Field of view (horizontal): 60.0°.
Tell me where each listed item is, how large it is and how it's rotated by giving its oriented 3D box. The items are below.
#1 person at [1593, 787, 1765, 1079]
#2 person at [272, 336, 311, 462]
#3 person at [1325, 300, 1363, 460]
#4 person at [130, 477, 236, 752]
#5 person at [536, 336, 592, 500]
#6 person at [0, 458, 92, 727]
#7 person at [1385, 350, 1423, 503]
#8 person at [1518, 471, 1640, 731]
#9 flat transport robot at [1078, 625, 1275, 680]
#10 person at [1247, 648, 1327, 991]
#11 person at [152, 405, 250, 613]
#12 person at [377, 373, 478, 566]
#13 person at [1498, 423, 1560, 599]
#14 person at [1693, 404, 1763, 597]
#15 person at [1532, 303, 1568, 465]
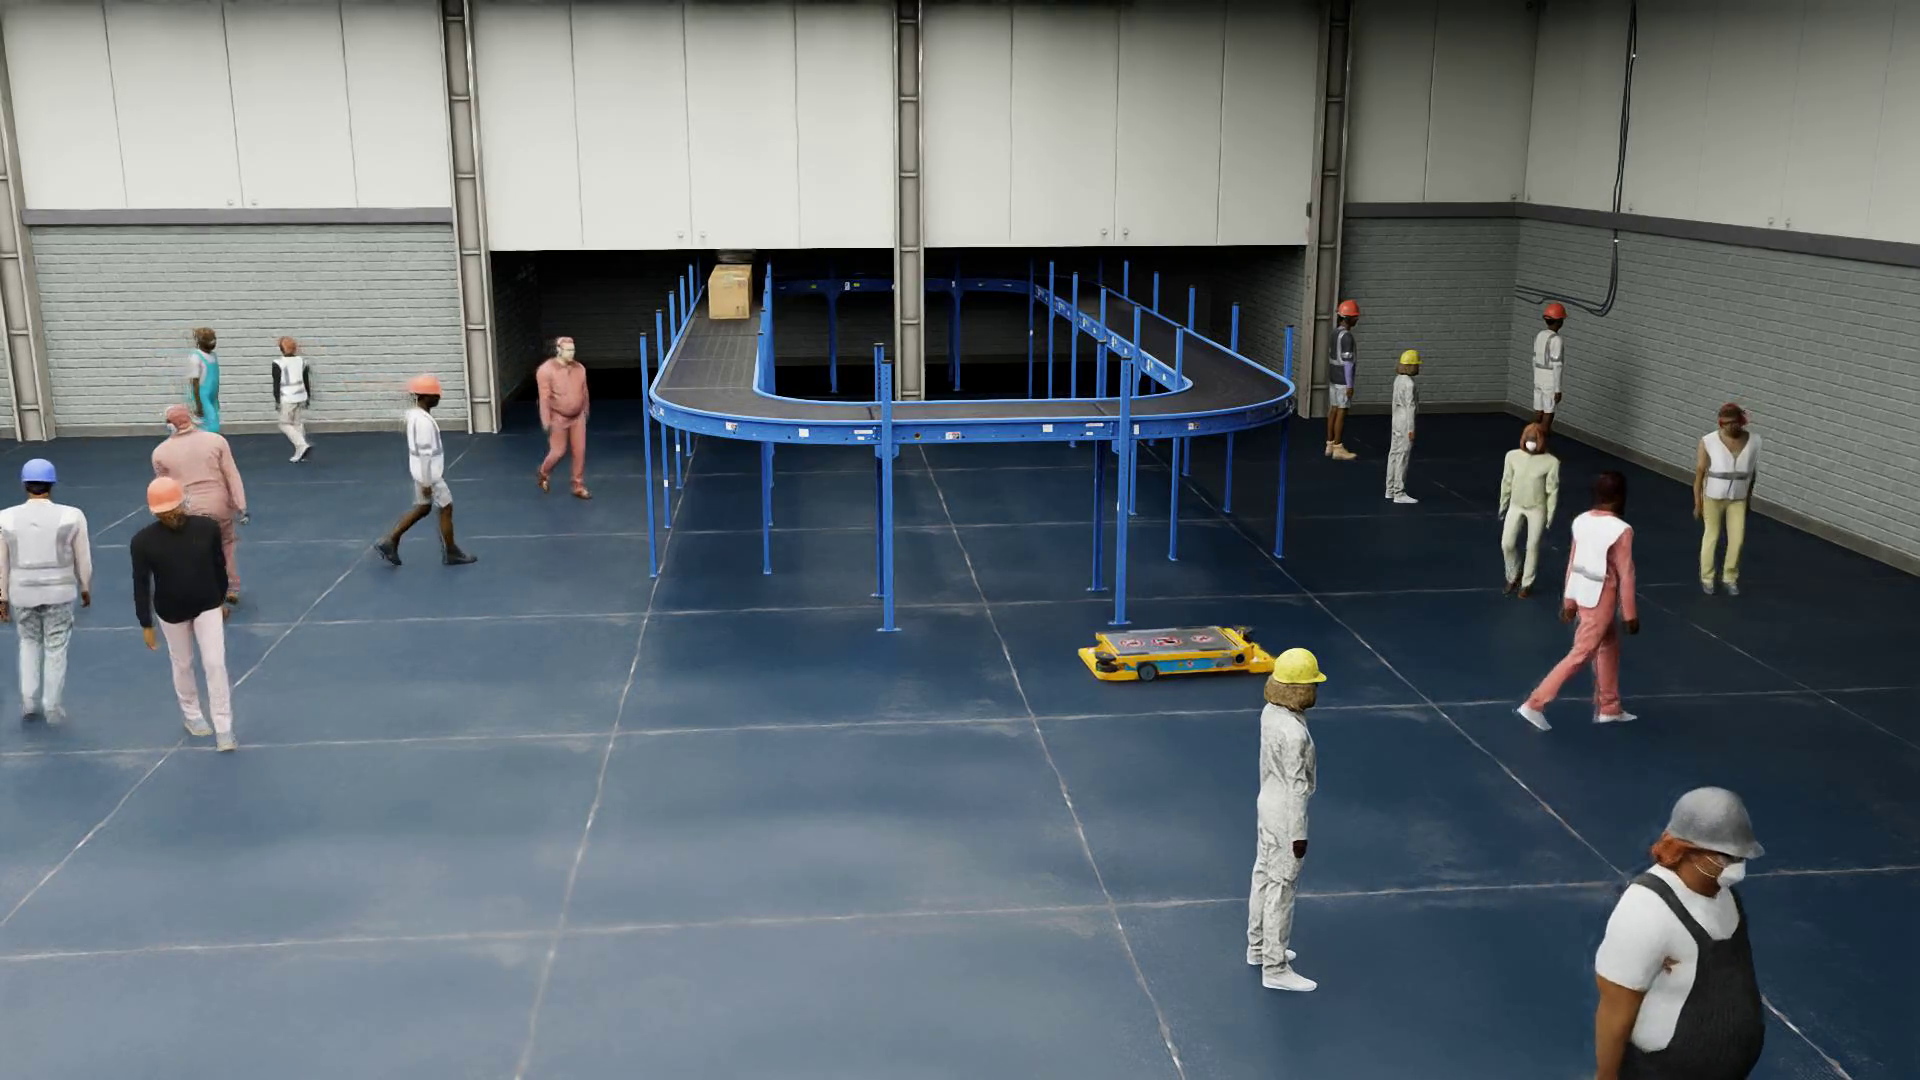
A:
[{"bbox_3d":[2.627,1.805,5.934,0.714,2.000,1.013,-13,19,-43],"label":"person"},{"bbox_3d":[-8.424,-1.768,21.060,0.427,1.623,0.539,8,16,29],"label":"person"},{"bbox_3d":[4.942,-2.058,21.383,0.373,2.042,0.614,-2,14,-6],"label":"person"},{"bbox_3d":[-5.290,0.501,11.368,0.619,1.929,0.955,-9,16,-31],"label":"person"},{"bbox_3d":[-4.562,-1.405,19.096,0.625,1.882,0.661,13,19,43],"label":"person"},{"bbox_3d":[-6.543,0.377,11.929,0.601,1.910,0.577,-4,15,-15],"label":"person"},{"bbox_3d":[5.081,-1.299,18.954,0.296,1.743,0.492,-2,14,-6],"label":"person"},{"bbox_3d":[4.437,0.442,11.748,0.976,1.885,0.592,-2,14,-7],"label":"person"},{"bbox_3d":[1.711,0.887,13.196,1.431,0.197,0.652,-2,14,-10],"label":"flat transport robot"},{"bbox_3d":[1.634,1.371,8.272,0.296,1.743,0.492,-2,14,-6],"label":"person"},{"bbox_3d":[-6.657,-0.275,14.638,0.723,1.853,0.858,-6,15,-24],"label":"person"},{"bbox_3d":[-5.212,-0.660,16.075,0.858,1.912,0.553,-7,16,-27],"label":"person"},{"bbox_3d":[5.105,-0.252,15.002,0.531,1.614,0.454,9,17,33],"label":"person"},{"bbox_3d":[6.910,-0.364,15.082,0.580,1.803,0.546,1,14,5],"label":"person"},{"bbox_3d":[7.455,-1.972,21.028,0.359,2.047,0.614,-2,14,-6],"label":"person"}]
